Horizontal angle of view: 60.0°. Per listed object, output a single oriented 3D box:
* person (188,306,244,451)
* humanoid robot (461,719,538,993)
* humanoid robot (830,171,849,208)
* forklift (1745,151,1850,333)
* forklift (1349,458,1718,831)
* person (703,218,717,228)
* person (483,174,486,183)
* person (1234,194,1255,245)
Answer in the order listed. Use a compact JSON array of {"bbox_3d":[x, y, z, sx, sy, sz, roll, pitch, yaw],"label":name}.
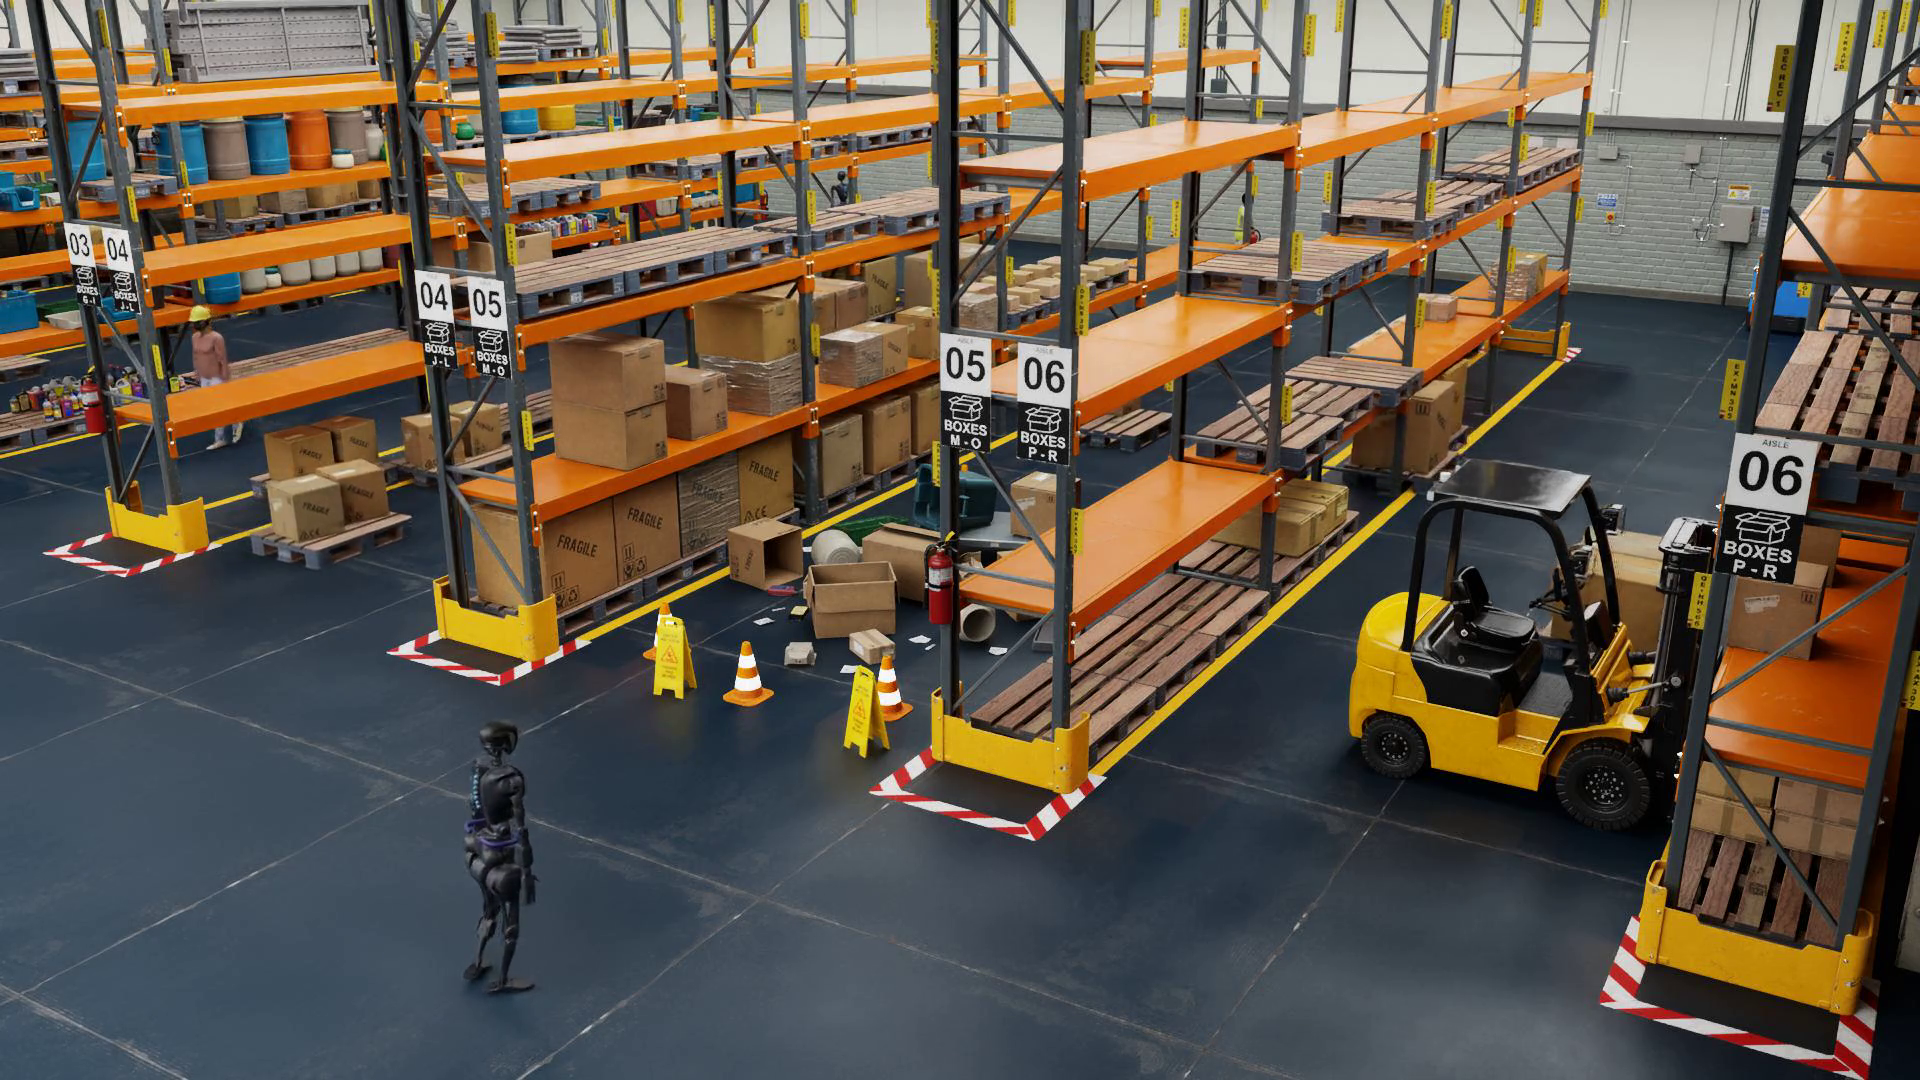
[{"bbox_3d":[-8.975,-1.947,19.956,0.547,1.752,0.406,10,21,26],"label":"person"},{"bbox_3d":[-2.625,1.772,9.334,0.600,1.641,0.390,17,25,40],"label":"humanoid robot"},{"bbox_3d":[-2.395,-6.659,33.734,0.601,1.636,0.656,-10,21,-26],"label":"humanoid robot"},{"bbox_3d":[13.620,-4.667,26.137,1.873,2.768,1.129,11,22,29],"label":"forklift"},{"bbox_3d":[3.988,0.658,11.776,2.313,2.155,1.214,11,22,29],"label":"forklift"},{"bbox_3d":[-5.239,-7.062,34.863,0.491,1.688,0.347,-6,20,-16],"label":"person"},{"bbox_3d":[-10.420,-7.744,36.660,0.330,1.800,0.538,13,23,33],"label":"person"},{"bbox_3d":[5.194,-5.515,30.390,0.326,1.685,0.538,-2,19,-6],"label":"person"}]
